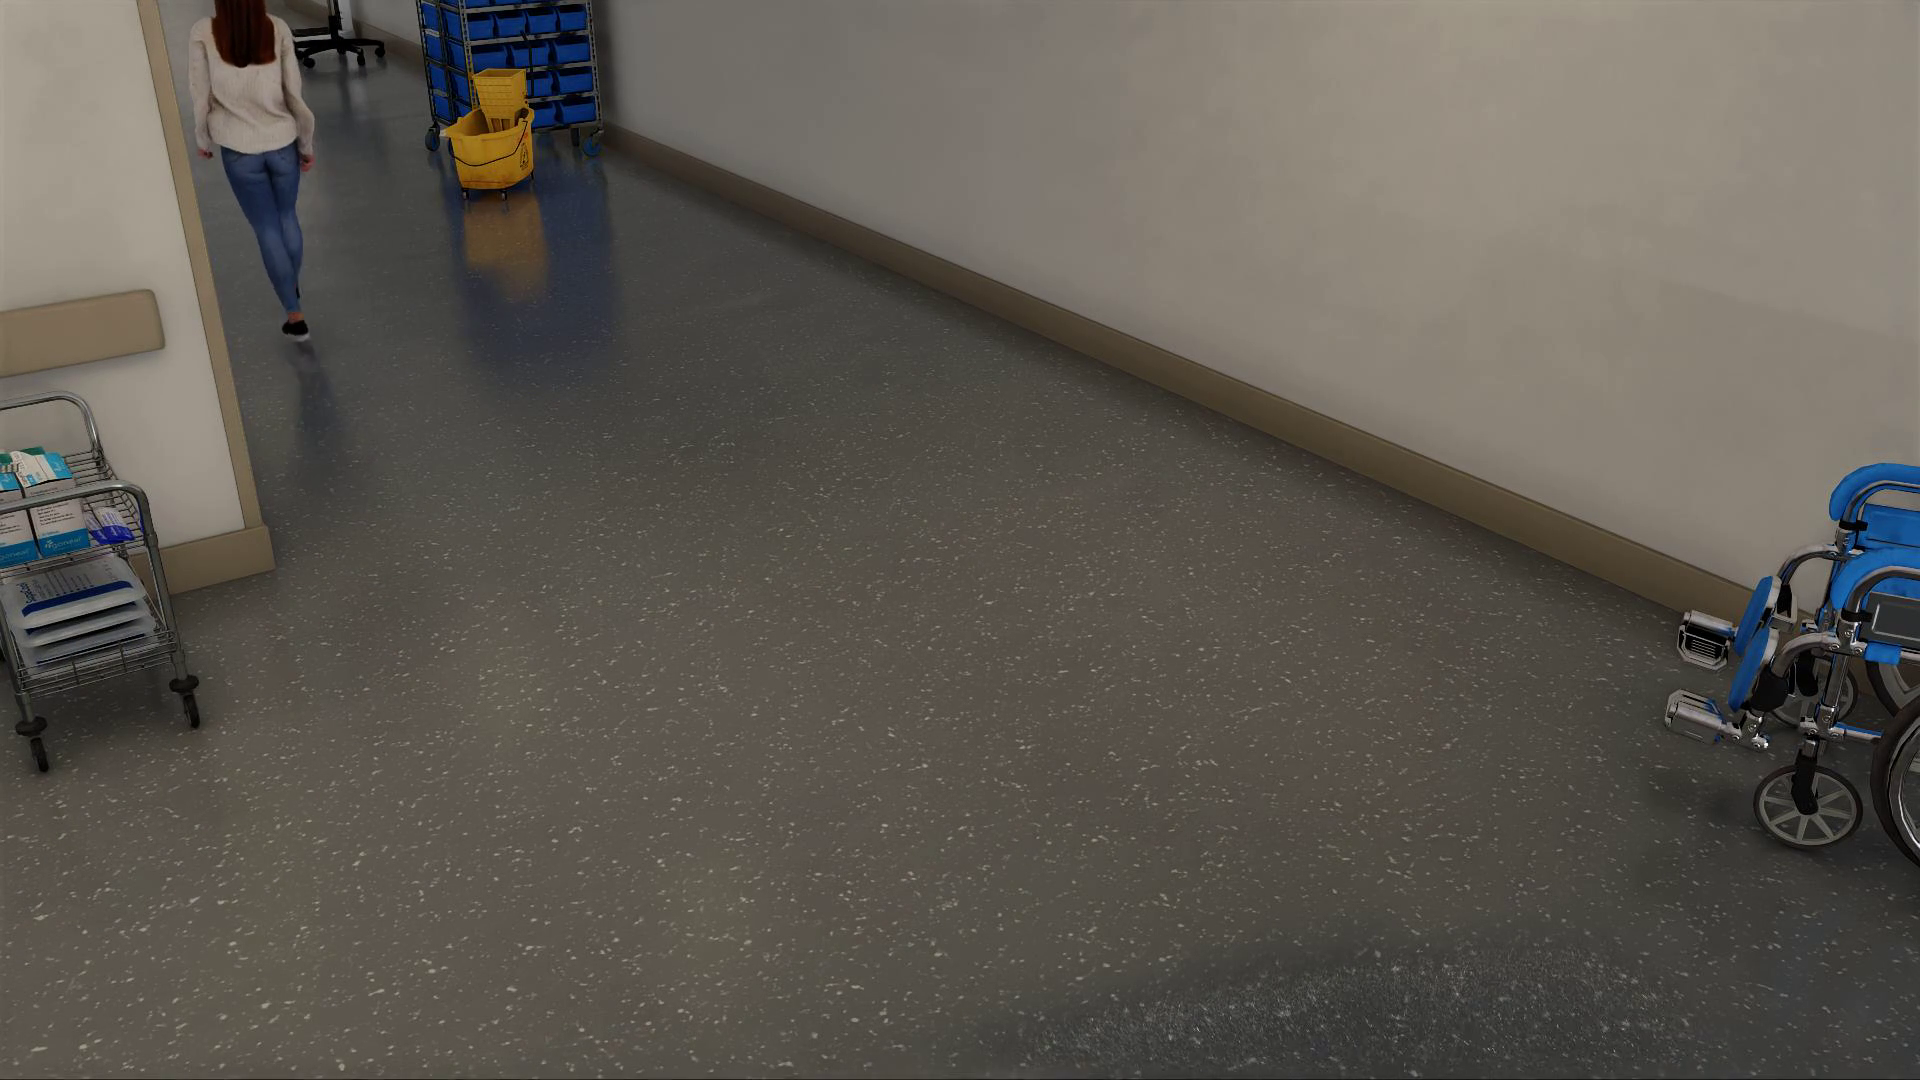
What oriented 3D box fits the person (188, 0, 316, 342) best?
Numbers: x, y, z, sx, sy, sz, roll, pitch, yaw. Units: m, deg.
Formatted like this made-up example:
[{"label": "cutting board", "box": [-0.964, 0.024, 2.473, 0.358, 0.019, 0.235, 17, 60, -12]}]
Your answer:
[{"label": "person", "box": [-3.065, -1.674, 7.315, 1.064, 1.644, 0.759, -14, 29, -26]}]
